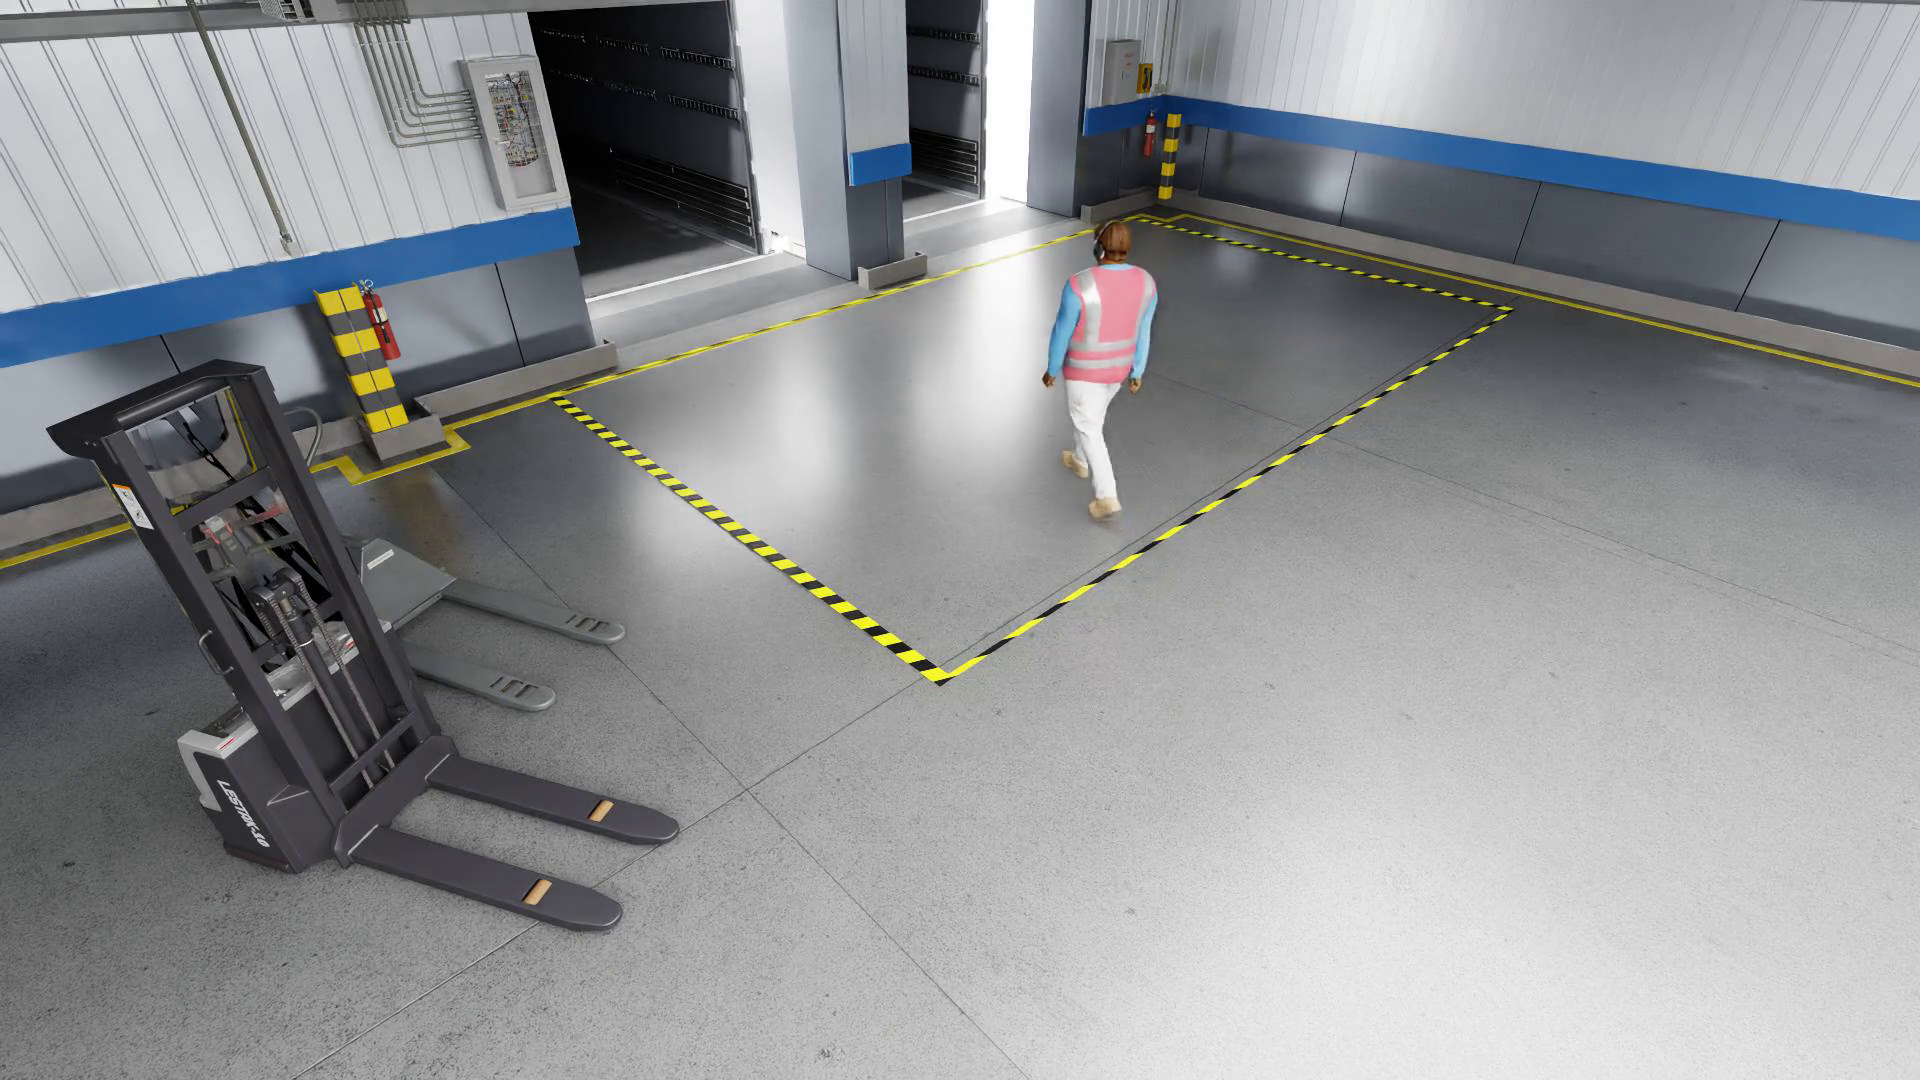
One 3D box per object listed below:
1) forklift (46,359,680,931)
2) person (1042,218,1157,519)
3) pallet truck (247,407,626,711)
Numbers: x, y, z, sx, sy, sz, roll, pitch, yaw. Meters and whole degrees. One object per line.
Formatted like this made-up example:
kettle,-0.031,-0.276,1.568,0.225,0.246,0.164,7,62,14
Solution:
forklift,-2.135,0.422,3.354,1.885,1.965,0.823,10,35,14
person,0.871,-1.054,5.703,0.631,1.799,0.952,-15,37,-21
pallet truck,-2.628,0.038,4.590,1.601,1.201,0.680,12,36,18
